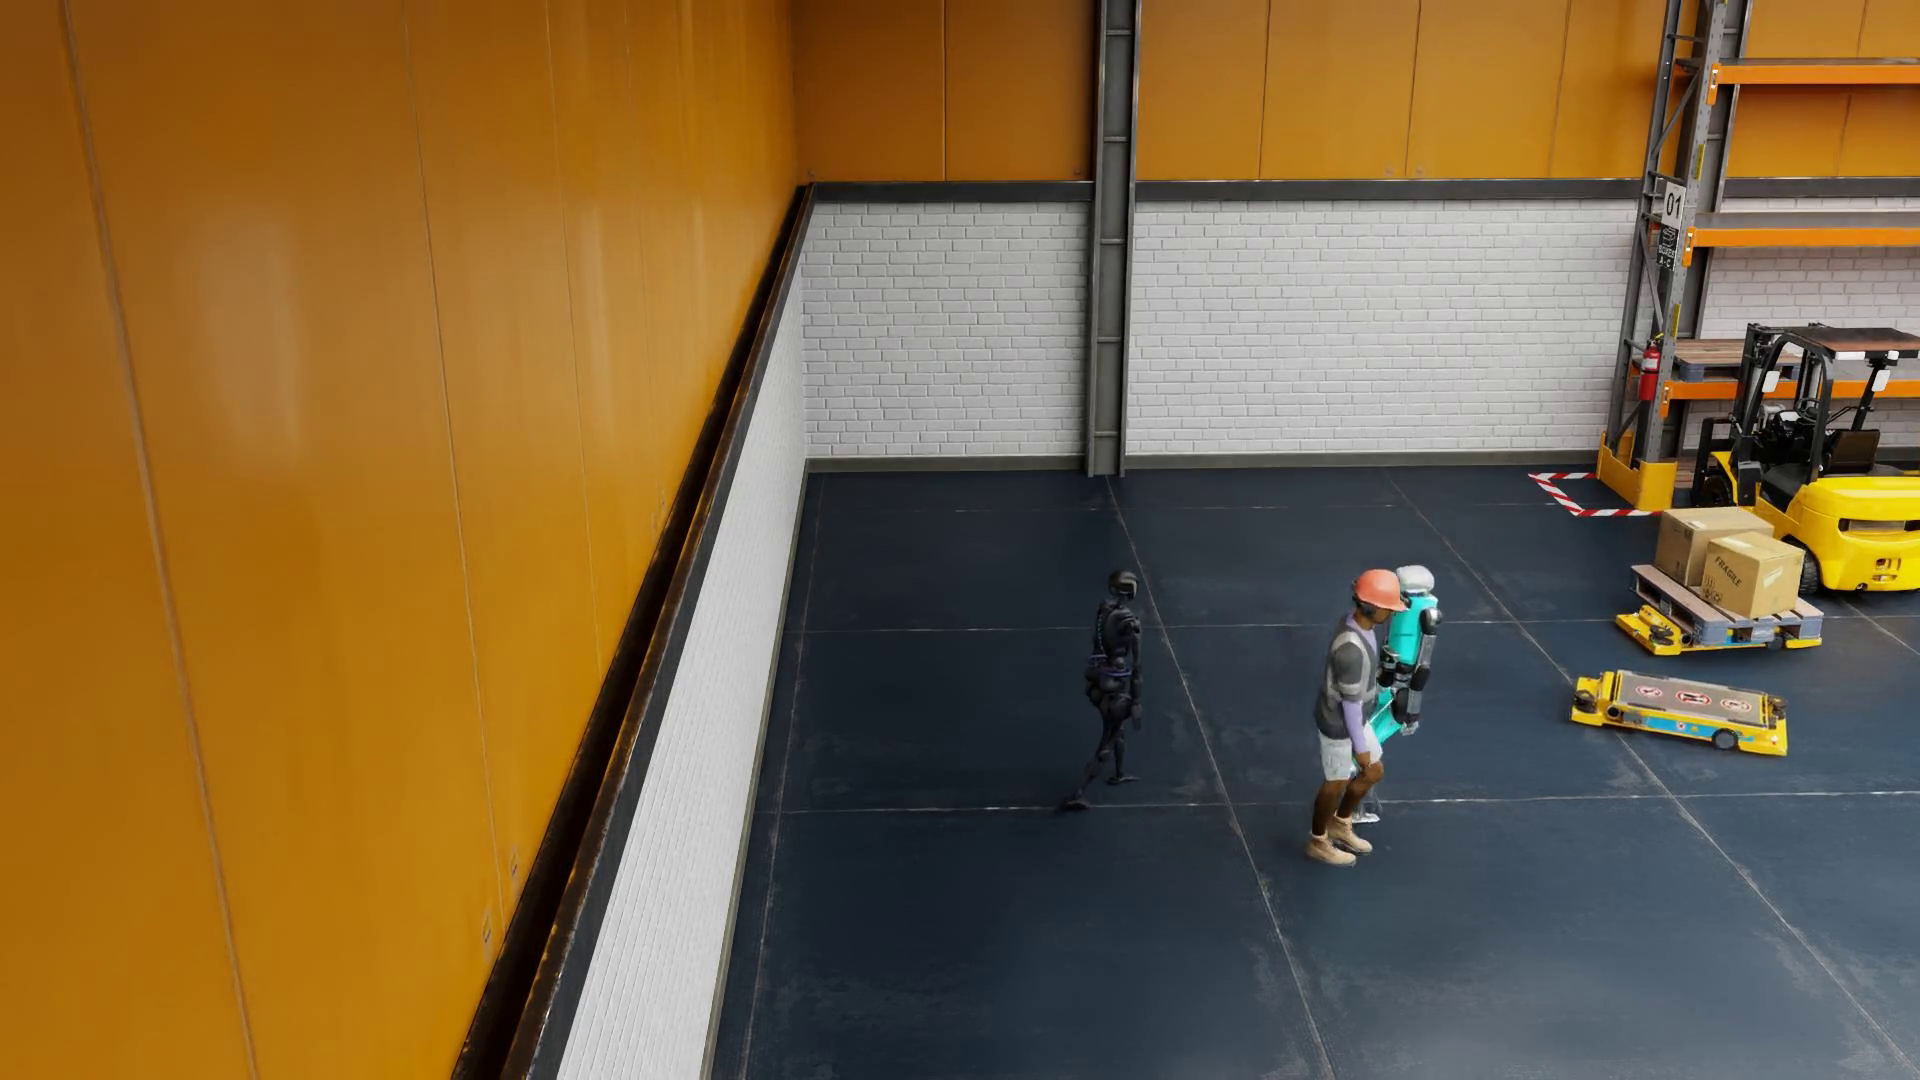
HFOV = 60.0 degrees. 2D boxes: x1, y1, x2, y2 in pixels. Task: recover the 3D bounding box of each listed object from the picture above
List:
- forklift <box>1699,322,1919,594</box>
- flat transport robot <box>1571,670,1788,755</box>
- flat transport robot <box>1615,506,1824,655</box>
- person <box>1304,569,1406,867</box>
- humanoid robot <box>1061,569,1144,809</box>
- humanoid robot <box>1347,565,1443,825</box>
[{"bbox_3d":[7.809,-0.792,14.926,1.214,2.155,2.313,-1,20,-2],"label":"forklift"},{"bbox_3d":[5.265,1.245,12.177,1.431,0.231,0.659,9,22,22],"label":"flat transport robot"},{"bbox_3d":[6.219,0.700,13.654,1.431,0.231,0.659,-3,20,-7],"label":"flat transport robot"},{"bbox_3d":[2.384,1.104,10.064,0.538,2.010,0.619,9,22,23],"label":"person"},{"bbox_3d":[0.953,0.966,10.964,0.737,1.633,0.593,-9,22,-24],"label":"humanoid robot"},{"bbox_3d":[2.627,1.044,10.624,0.726,1.799,0.532,-4,21,-11],"label":"humanoid robot"}]
